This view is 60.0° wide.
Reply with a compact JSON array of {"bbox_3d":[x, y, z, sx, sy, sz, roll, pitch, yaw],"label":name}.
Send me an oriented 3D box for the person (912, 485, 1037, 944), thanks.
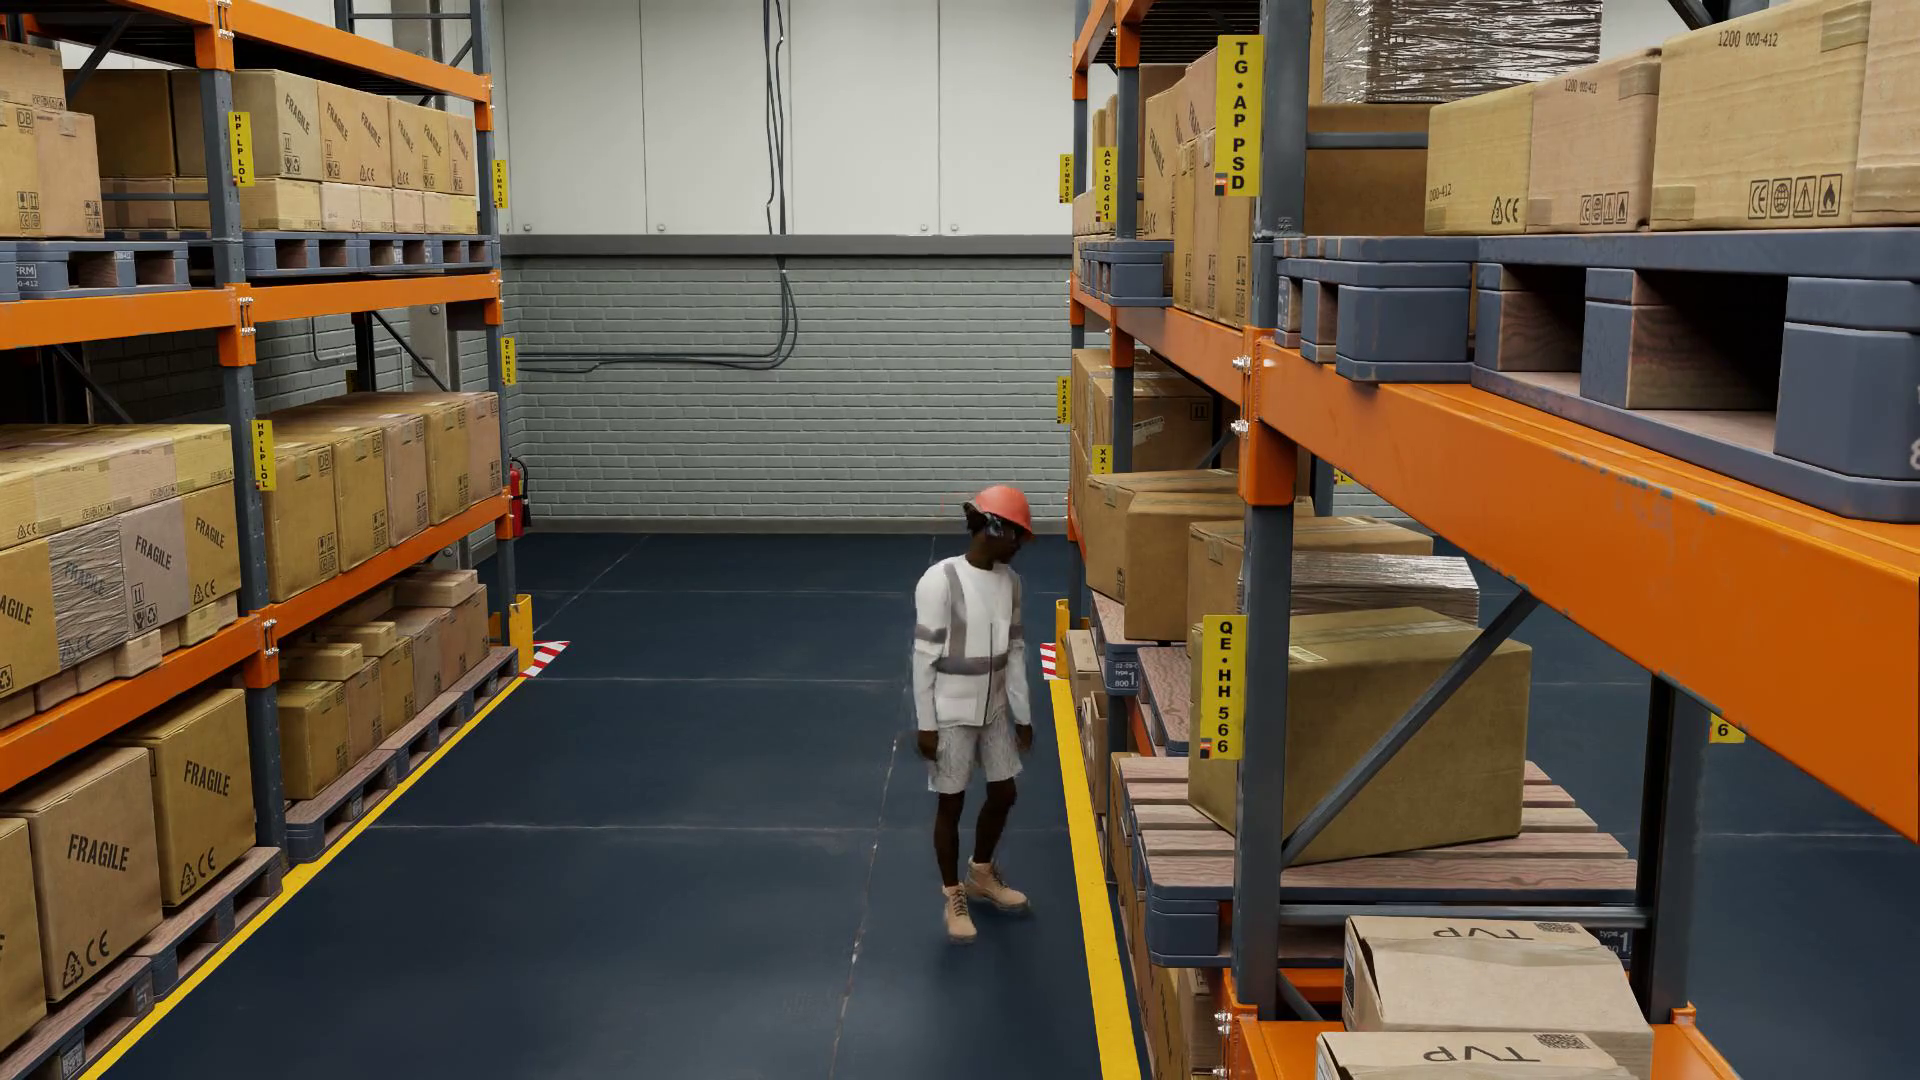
[{"bbox_3d":[0.029,0.761,7.310,0.657,1.992,0.424,-9,13,-41],"label":"person"}]
